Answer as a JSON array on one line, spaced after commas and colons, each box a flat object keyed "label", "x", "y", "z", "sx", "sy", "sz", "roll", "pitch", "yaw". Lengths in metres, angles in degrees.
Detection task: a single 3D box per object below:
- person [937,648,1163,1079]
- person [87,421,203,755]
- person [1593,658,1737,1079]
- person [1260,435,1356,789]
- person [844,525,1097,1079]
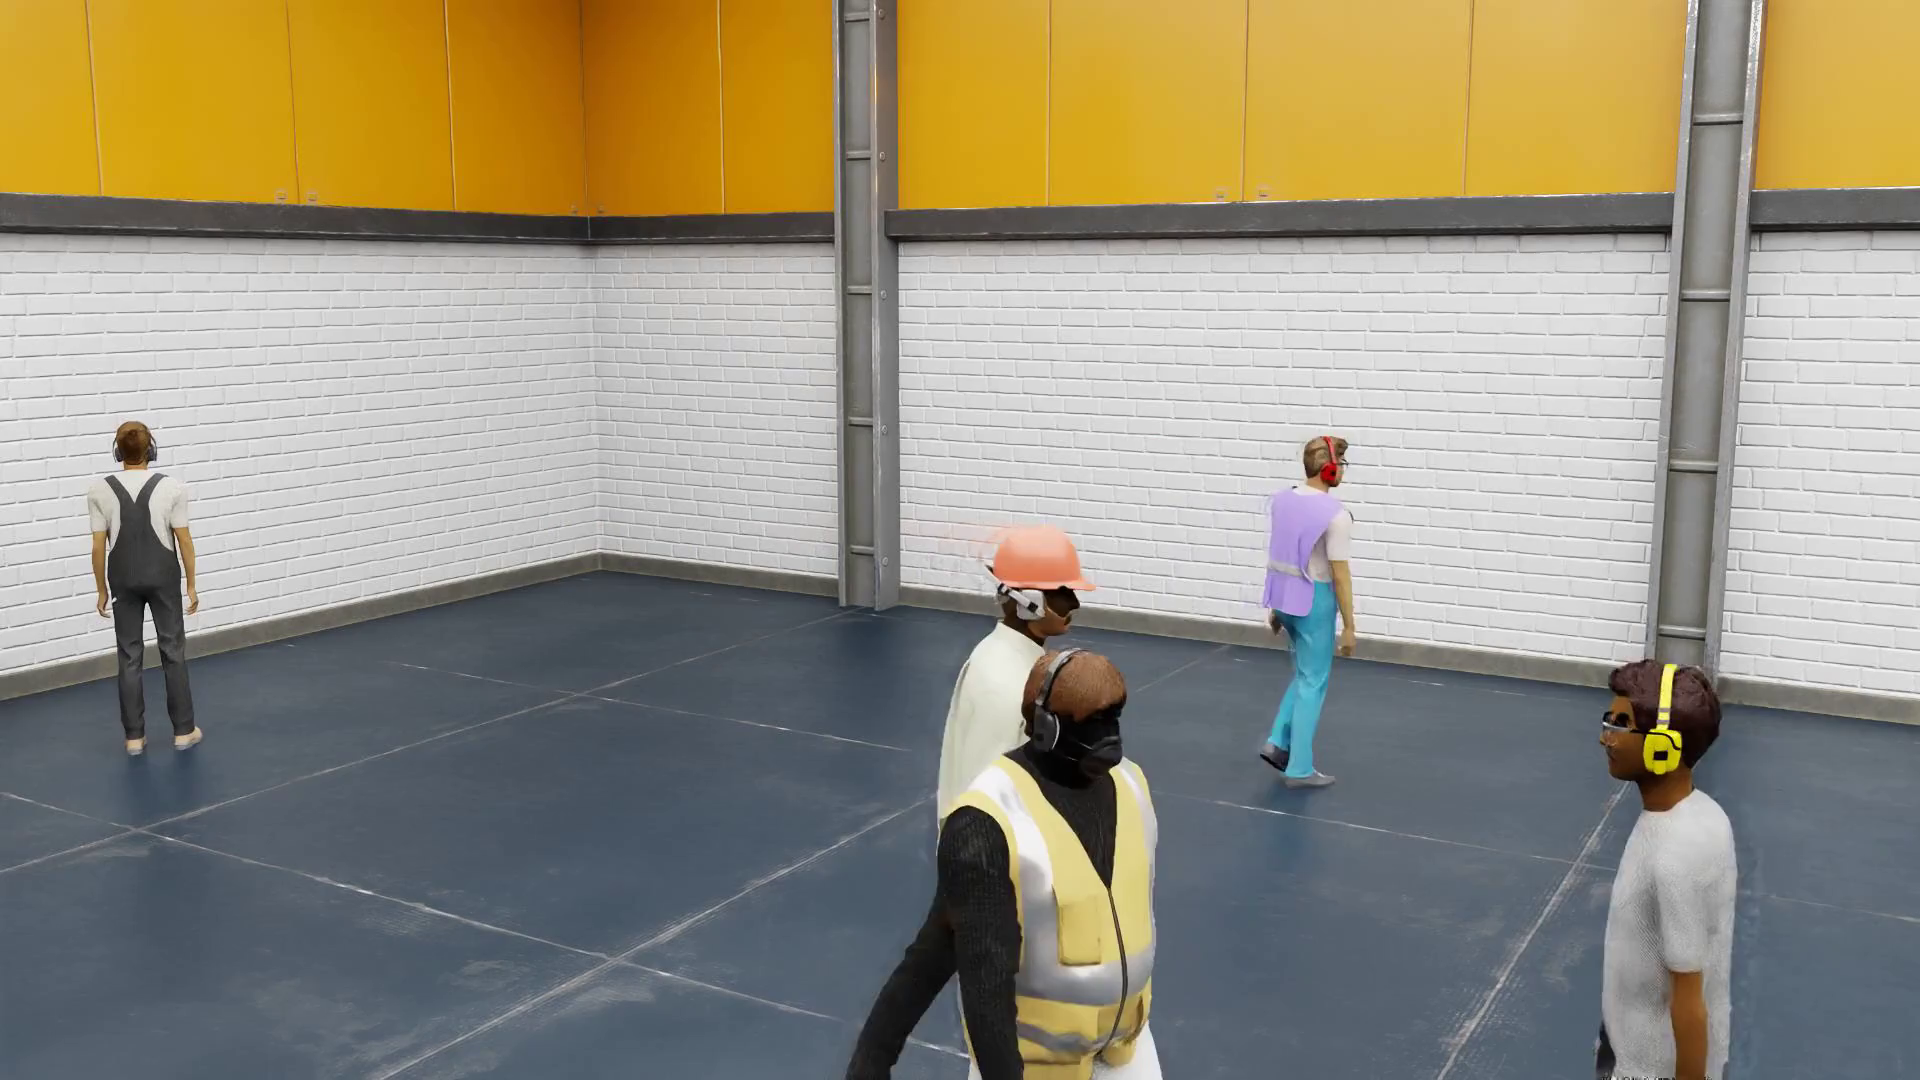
[{"label": "person", "x": 0.297, "y": 1.157, "z": 3.694, "sx": 0.634, "sy": 1.818, "sz": 0.790, "roll": -7, "pitch": 11, "yaw": -37}, {"label": "person", "x": -4.496, "y": 0.263, "z": 9.190, "sx": 0.516, "sy": 1.842, "sz": 0.328, "roll": -3, "pitch": 10, "yaw": -19}, {"label": "person", "x": 1.578, "y": 1.155, "z": 3.704, "sx": 0.984, "sy": 1.829, "sz": 0.528, "roll": 5, "pitch": 10, "yaw": 29}, {"label": "person", "x": 1.794, "y": 0.379, "z": 8.510, "sx": 0.446, "sy": 1.828, "sz": 0.590, "roll": -4, "pitch": 10, "yaw": -23}, {"label": "person", "x": 0.095, "y": 0.908, "z": 4.915, "sx": 1.080, "sy": 1.932, "sz": 0.627, "roll": 0, "pitch": 9, "yaw": 0}]
